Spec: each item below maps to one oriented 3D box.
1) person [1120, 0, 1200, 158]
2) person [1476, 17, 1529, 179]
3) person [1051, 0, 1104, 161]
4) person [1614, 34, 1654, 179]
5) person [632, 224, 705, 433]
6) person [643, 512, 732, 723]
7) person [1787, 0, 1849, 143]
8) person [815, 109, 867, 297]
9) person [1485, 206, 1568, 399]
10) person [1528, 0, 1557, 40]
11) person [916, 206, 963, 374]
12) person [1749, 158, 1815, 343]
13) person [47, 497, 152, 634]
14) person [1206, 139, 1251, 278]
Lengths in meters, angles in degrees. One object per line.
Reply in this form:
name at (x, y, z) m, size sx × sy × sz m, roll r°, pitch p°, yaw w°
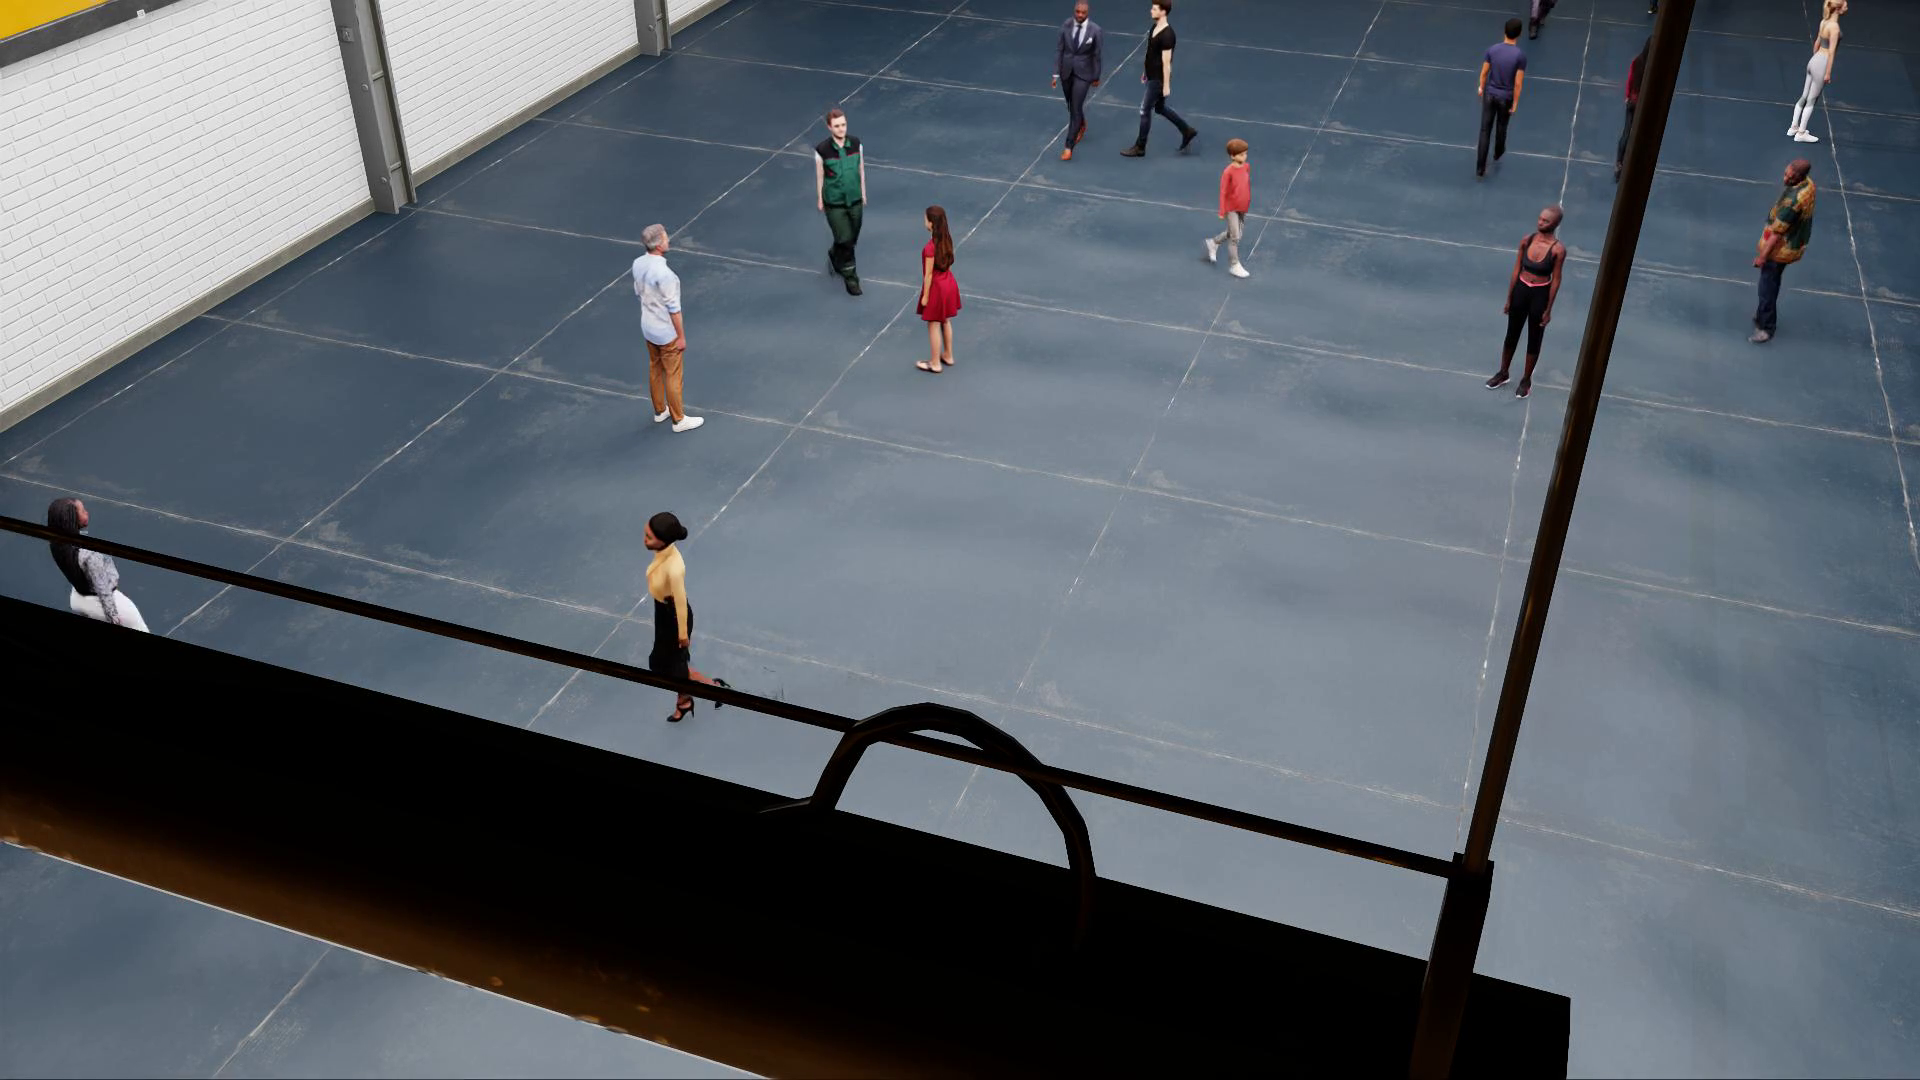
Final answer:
person at (2.394, -5.381, 19.390) m, size 1.050 × 1.871 × 1.214 m, roll -2°, pitch 34°, yaw -3°
person at (6.094, -4.984, 18.911) m, size 0.721 × 1.741 × 1.107 m, roll 14°, pitch 36°, yaw 21°
person at (1.395, -5.476, 19.601) m, size 0.764 × 1.796 × 1.221 m, roll 16°, pitch 37°, yaw 23°
person at (7.704, -4.900, 18.902) m, size 0.821 × 1.611 × 1.114 m, roll 24°, pitch 41°, yaw 32°
person at (-2.509, -1.794, 14.034) m, size 0.744 × 1.827 × 0.767 m, roll -28°, pitch 42°, yaw -35°
person at (-1.769, 0.519, 10.720) m, size 0.862 × 1.643 × 0.813 m, roll -11°, pitch 35°, yaw -16°
person at (10.312, -5.659, 19.961) m, size 0.697 × 1.703 × 0.564 m, roll 1°, pitch 34°, yaw 1°
person at (-1.174, -3.369, 16.413) m, size 1.105 × 1.817 × 1.142 m, roll -16°, pitch 37°, yaw -23°
person at (5.022, -2.110, 14.570) m, size 0.654 × 1.759 × 0.646 m, roll 25°, pitch 41°, yaw 32°
person at (8.312, -8.053, 23.460) m, size 0.826 × 1.817 × 1.120 m, roll 6°, pitch 34°, yaw 9°
person at (-0.190, -2.268, 14.997) m, size 0.663 × 1.550 × 0.594 m, roll 19°, pitch 38°, yaw 26°
person at (7.691, -2.756, 15.524) m, size 0.720 × 1.779 × 0.955 m, roll -25°, pitch 41°, yaw -32°
person at (-5.610, 0.492, 10.716) m, size 0.744 × 1.693 × 1.187 m, roll 19°, pitch 38°, yaw 26°
person at (2.736, -3.384, 16.816) m, size 0.884 × 1.396 × 0.842 m, roll -24°, pitch 41°, yaw -32°
